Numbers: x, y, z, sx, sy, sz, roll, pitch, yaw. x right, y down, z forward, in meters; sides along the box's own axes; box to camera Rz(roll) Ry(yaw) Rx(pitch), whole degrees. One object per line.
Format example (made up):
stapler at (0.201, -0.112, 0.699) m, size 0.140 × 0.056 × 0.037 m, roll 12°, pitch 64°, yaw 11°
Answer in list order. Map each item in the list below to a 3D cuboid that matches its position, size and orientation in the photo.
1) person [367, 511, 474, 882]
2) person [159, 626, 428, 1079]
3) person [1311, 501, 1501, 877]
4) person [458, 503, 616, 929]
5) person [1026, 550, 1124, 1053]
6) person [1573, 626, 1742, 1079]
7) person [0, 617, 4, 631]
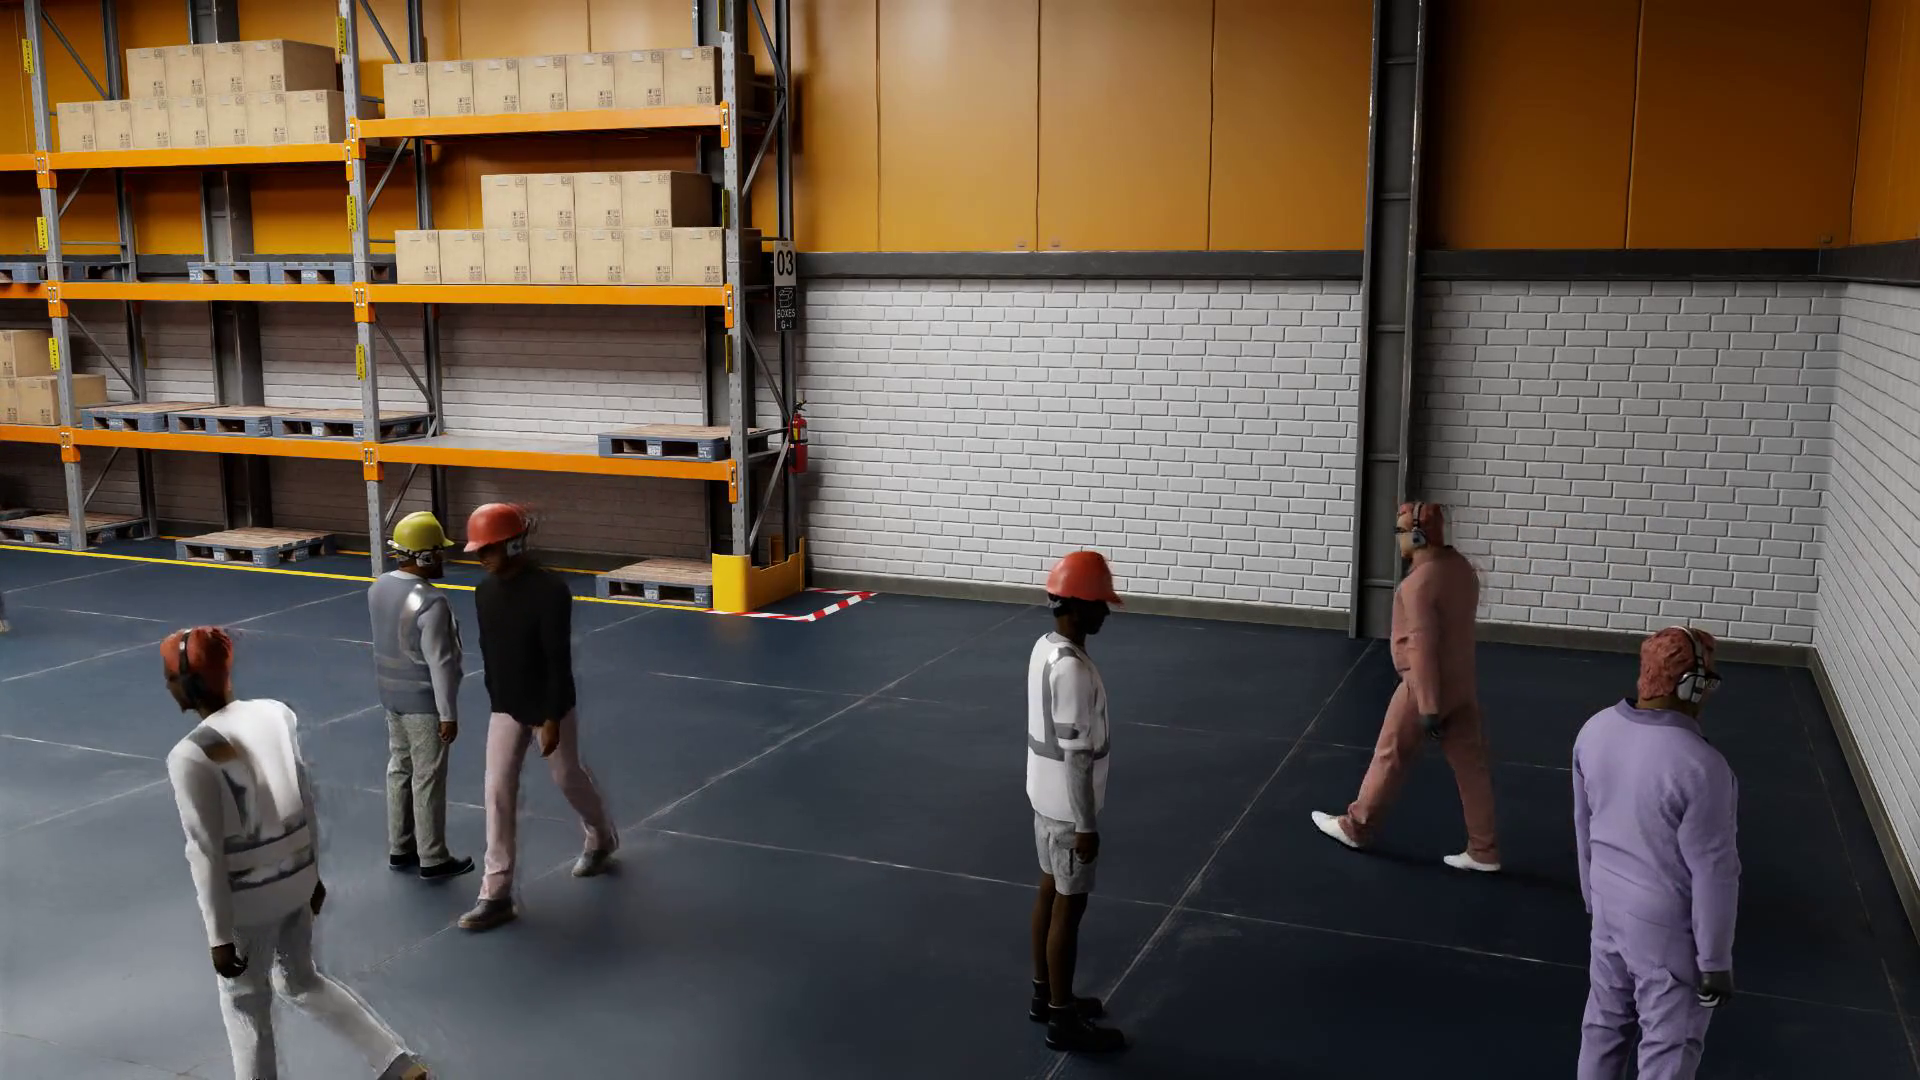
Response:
person at (-2.639, 0.767, 8.160) m, size 0.595 × 1.827 × 0.403 m, roll 8°, pitch 13°, yaw 41°
person at (-2.229, 1.188, 5.501) m, size 0.704 × 1.859 × 0.593 m, roll 2°, pitch 10°, yaw 10°
person at (2.292, 0.723, 8.342) m, size 1.006 × 1.849 × 0.656 m, roll 9°, pitch 13°, yaw 44°
person at (-2.003, 0.765, 7.855) m, size 0.622 × 1.929 × 1.035 m, roll 4°, pitch 10°, yaw 24°
person at (0.442, 0.996, 6.427) m, size 0.361 × 1.935 × 0.544 m, roll -2°, pitch 9°, yaw -9°
person at (2.209, 1.207, 5.244) m, size 0.410 × 1.905 × 0.641 m, roll -3°, pitch 10°, yaw -18°
person at (-8.370, -0.218, 13.464) m, size 1.056 × 2.000 × 0.686 m, roll 0°, pitch 9°, yaw 2°
